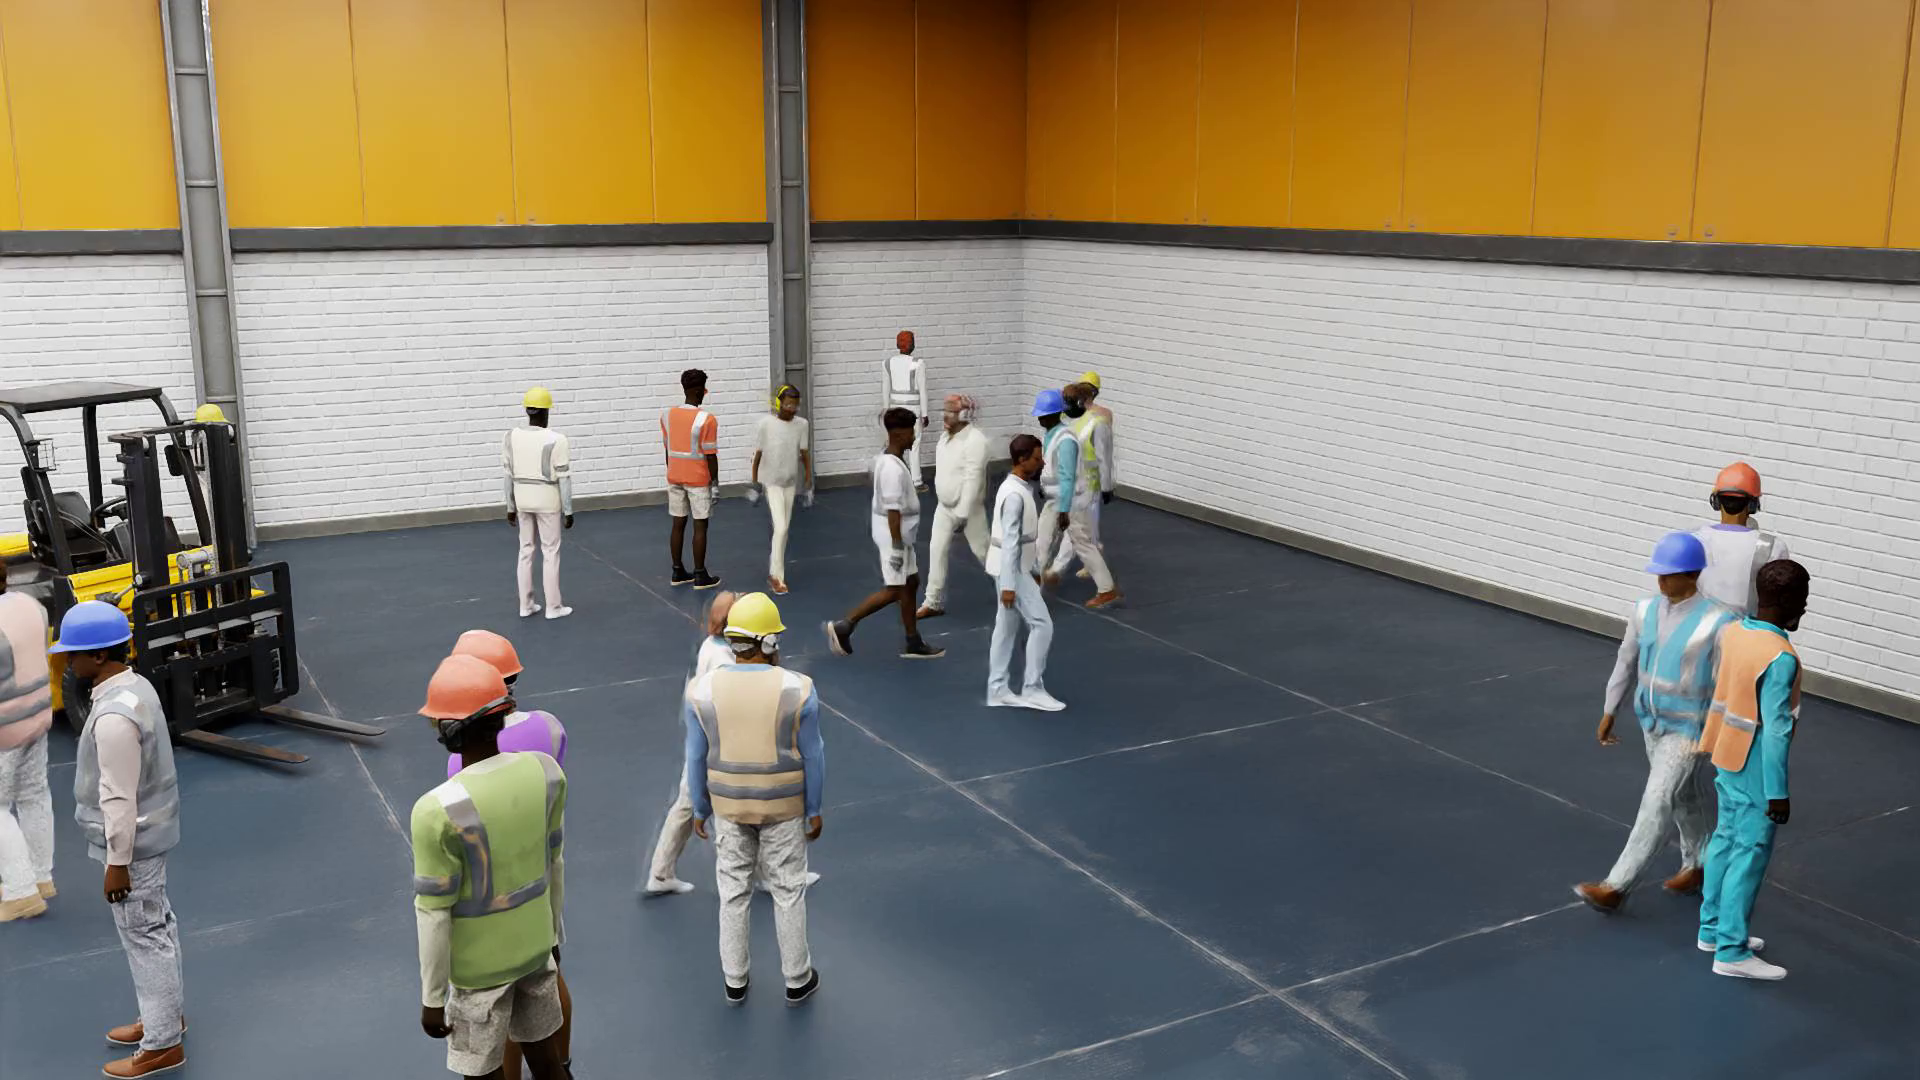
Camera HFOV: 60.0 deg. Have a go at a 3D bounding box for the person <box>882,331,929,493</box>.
[{"bbox_3d":[-0.619,-1.480,19.271,0.573,1.883,0.354,6,13,25],"label":"person"}]

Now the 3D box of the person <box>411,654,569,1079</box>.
[{"bbox_3d":[-1.573,1.373,5.559,0.418,2.034,0.604,7,14,29],"label":"person"}]

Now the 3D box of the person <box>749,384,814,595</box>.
[{"bbox_3d":[-1.528,-0.445,14.552,0.551,1.829,0.724,-8,15,-34],"label":"person"}]

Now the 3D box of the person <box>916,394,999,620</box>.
[{"bbox_3d":[0.064,-0.289,13.738,0.995,1.871,0.633,-9,15,-36],"label":"person"}]

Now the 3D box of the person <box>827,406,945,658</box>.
[{"bbox_3d":[-0.557,-0.035,12.383,0.811,1.939,0.607,-1,12,-3],"label":"person"}]

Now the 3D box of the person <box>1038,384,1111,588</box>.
[{"bbox_3d":[0.964,-0.487,14.820,0.949,1.791,0.659,-10,16,-40],"label":"person"}]

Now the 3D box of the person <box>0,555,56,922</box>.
[{"bbox_3d":[-4.650,0.931,8.084,0.430,1.845,0.638,1,12,3],"label":"person"}]

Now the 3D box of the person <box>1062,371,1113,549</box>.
[{"bbox_3d":[1.239,-0.768,16.245,0.531,1.755,0.339,4,13,17],"label":"person"}]

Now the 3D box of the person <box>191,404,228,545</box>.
[{"bbox_3d":[-6.286,-0.282,14.012,0.340,1.734,0.490,-8,14,-33],"label":"person"}]

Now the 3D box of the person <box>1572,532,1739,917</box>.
[{"bbox_3d":[3.403,0.891,8.118,1.004,1.889,0.649,-5,13,-20],"label":"person"}]

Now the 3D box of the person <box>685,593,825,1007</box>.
[{"bbox_3d":[-0.869,1.129,7.177,0.589,1.827,0.404,1,12,5],"label":"person"}]

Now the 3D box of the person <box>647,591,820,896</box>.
[{"bbox_3d":[-1.179,1.016,8.265,0.866,1.586,0.587,-4,13,-18],"label":"person"}]

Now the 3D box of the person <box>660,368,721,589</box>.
[{"bbox_3d":[-2.363,-0.540,14.708,0.599,1.958,0.388,7,14,30],"label":"person"}]

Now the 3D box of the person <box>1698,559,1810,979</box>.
[{"bbox_3d":[3.559,1.020,7.497,0.400,1.910,0.592,1,12,6],"label":"person"}]

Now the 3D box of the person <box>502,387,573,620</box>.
[{"bbox_3d":[-3.447,-0.298,13.658,0.589,1.919,0.391,3,12,15],"label":"person"}]

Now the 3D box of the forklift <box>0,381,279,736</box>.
[{"bbox_3d":[-5.853,0.085,11.199,2.313,2.155,1.214,7,14,28],"label":"forklift"}]

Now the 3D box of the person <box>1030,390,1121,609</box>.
[{"bbox_3d":[0.872,-0.320,13.838,1.027,1.886,0.650,-4,13,-19],"label":"person"}]

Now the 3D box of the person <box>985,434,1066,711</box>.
[{"bbox_3d":[0.492,0.225,11.234,0.693,1.895,0.631,1,12,3],"label":"person"}]

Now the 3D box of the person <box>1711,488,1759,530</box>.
[{"bbox_3d":[4.914,0.415,10.662,0.315,1.770,0.524,10,15,39],"label":"person"}]

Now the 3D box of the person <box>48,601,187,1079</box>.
[{"bbox_3d":[-3.332,1.186,6.654,0.407,1.940,0.598,-5,13,-21],"label":"person"}]

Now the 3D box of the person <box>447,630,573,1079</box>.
[{"bbox_3d":[-1.713,1.276,6.255,0.388,1.929,0.544,7,14,29],"label":"person"}]

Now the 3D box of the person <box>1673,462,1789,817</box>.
[{"bbox_3d":[4.240,0.581,9.233,0.605,2.044,0.381,8,15,34],"label":"person"}]
